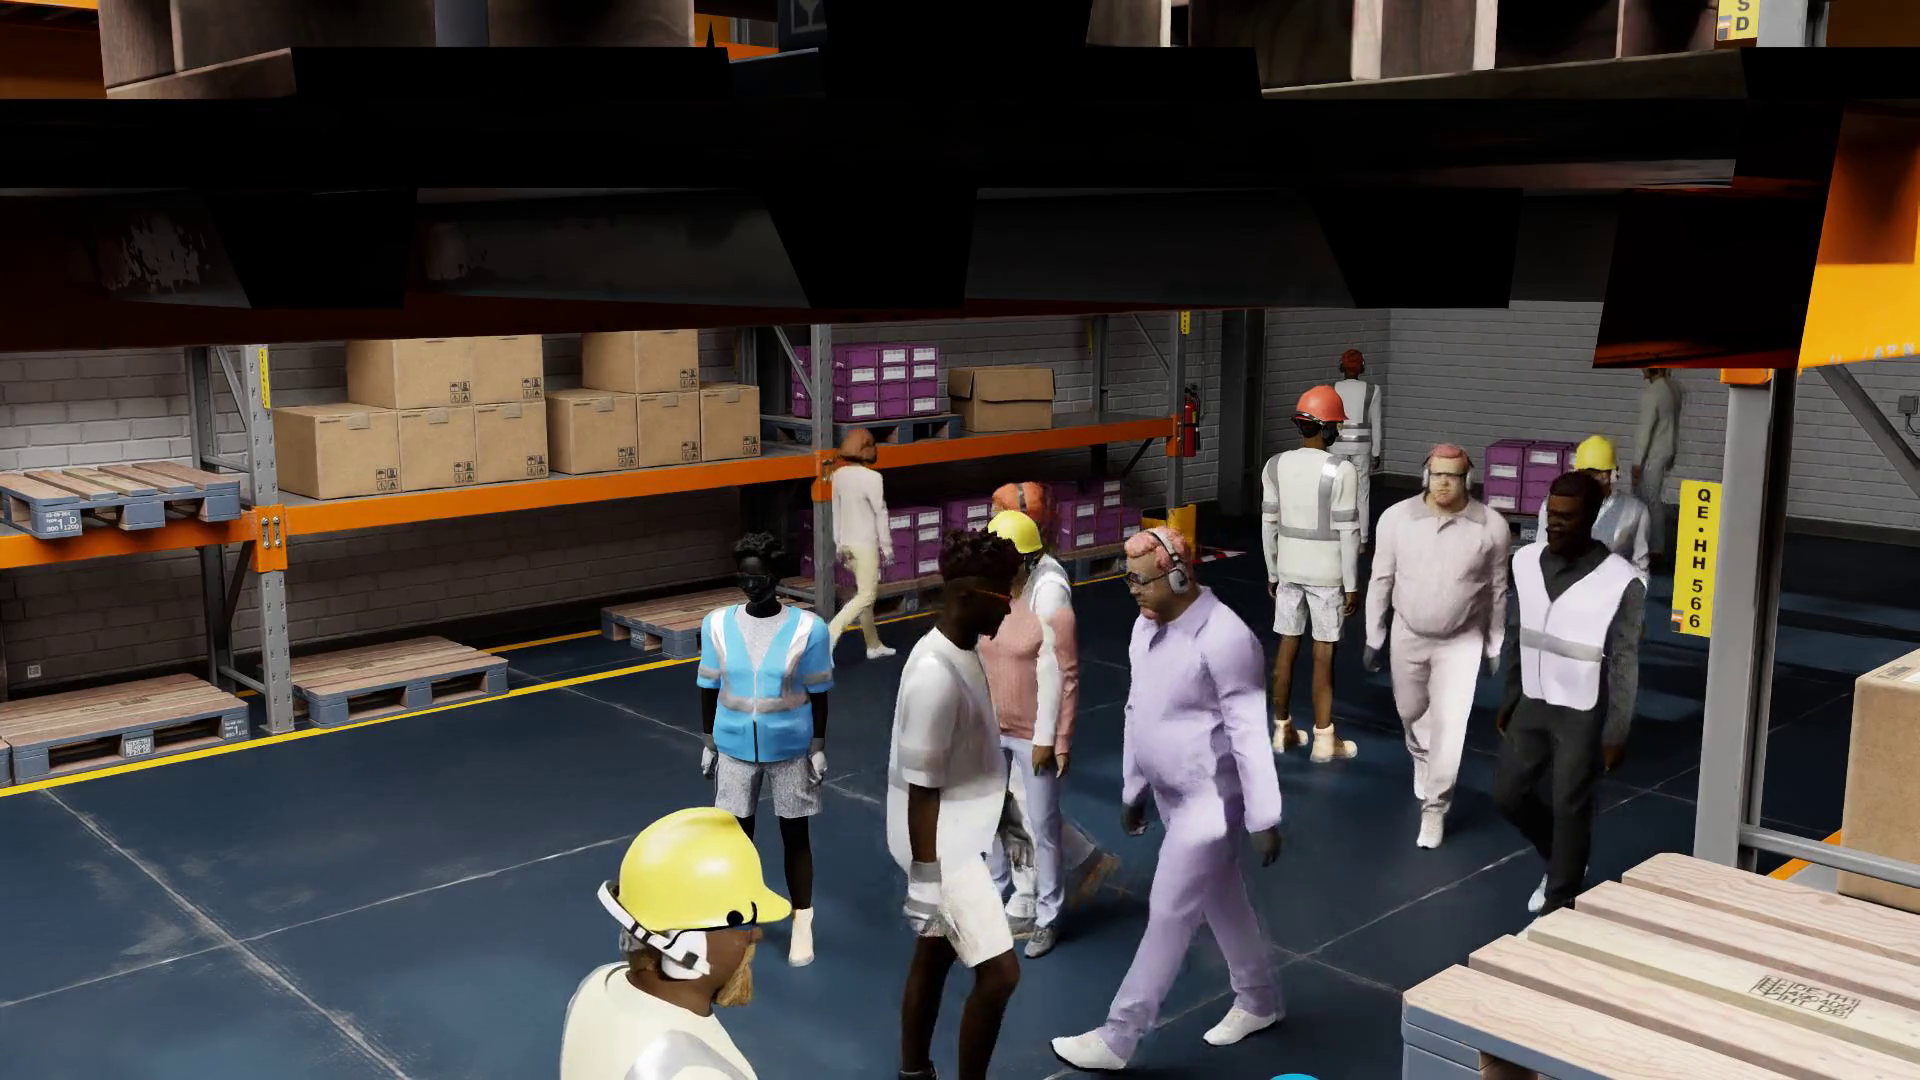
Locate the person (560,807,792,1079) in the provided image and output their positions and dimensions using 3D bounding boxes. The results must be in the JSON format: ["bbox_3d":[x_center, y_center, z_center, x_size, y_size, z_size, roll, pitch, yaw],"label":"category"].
[{"bbox_3d":[-0.466,1.348,2.865,0.403,1.827,0.600,-5,11,-28],"label":"person"}]

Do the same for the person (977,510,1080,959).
[{"bbox_3d":[0.215,0.756,6.515,0.528,1.767,0.329,7,12,37],"label":"person"}]

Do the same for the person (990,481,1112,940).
[{"bbox_3d":[0.324,0.687,6.641,0.522,1.870,0.584,-2,10,-13],"label":"person"}]

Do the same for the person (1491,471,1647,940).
[{"bbox_3d":[2.389,0.671,6.589,0.441,1.908,0.613,-6,11,-32],"label":"person"}]

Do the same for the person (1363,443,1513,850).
[{"bbox_3d":[2.297,0.450,8.015,0.644,1.876,0.936,4,11,24],"label":"person"}]

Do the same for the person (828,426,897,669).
[{"bbox_3d":[-0.705,0.046,11.099,0.710,1.610,0.500,-7,12,-37],"label":"person"}]

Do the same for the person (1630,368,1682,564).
[{"bbox_3d":[6.164,-0.745,14.844,0.471,1.921,0.664,9,13,42],"label":"person"}]

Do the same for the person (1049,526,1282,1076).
[{"bbox_3d":[0.714,0.879,5.589,0.995,1.836,0.709,-4,10,-20],"label":"person"}]

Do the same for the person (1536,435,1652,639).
[{"bbox_3d":[3.425,0.311,9.051,0.606,1.801,0.877,6,12,33],"label":"person"}]

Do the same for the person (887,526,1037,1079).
[{"bbox_3d":[0.053,0.919,5.079,0.623,1.934,0.611,0,10,1],"label":"person"}]

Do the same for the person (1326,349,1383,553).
[{"bbox_3d":[3.606,-0.817,15.384,0.573,1.883,0.353,2,10,14],"label":"person"}]

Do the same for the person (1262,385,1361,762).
[{"bbox_3d":[1.925,0.183,9.061,0.376,2.045,0.605,-9,13,-42],"label":"person"}]

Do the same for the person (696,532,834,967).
[{"bbox_3d":[-0.755,0.807,6.424,0.537,1.696,0.318,1,10,6],"label":"person"}]
